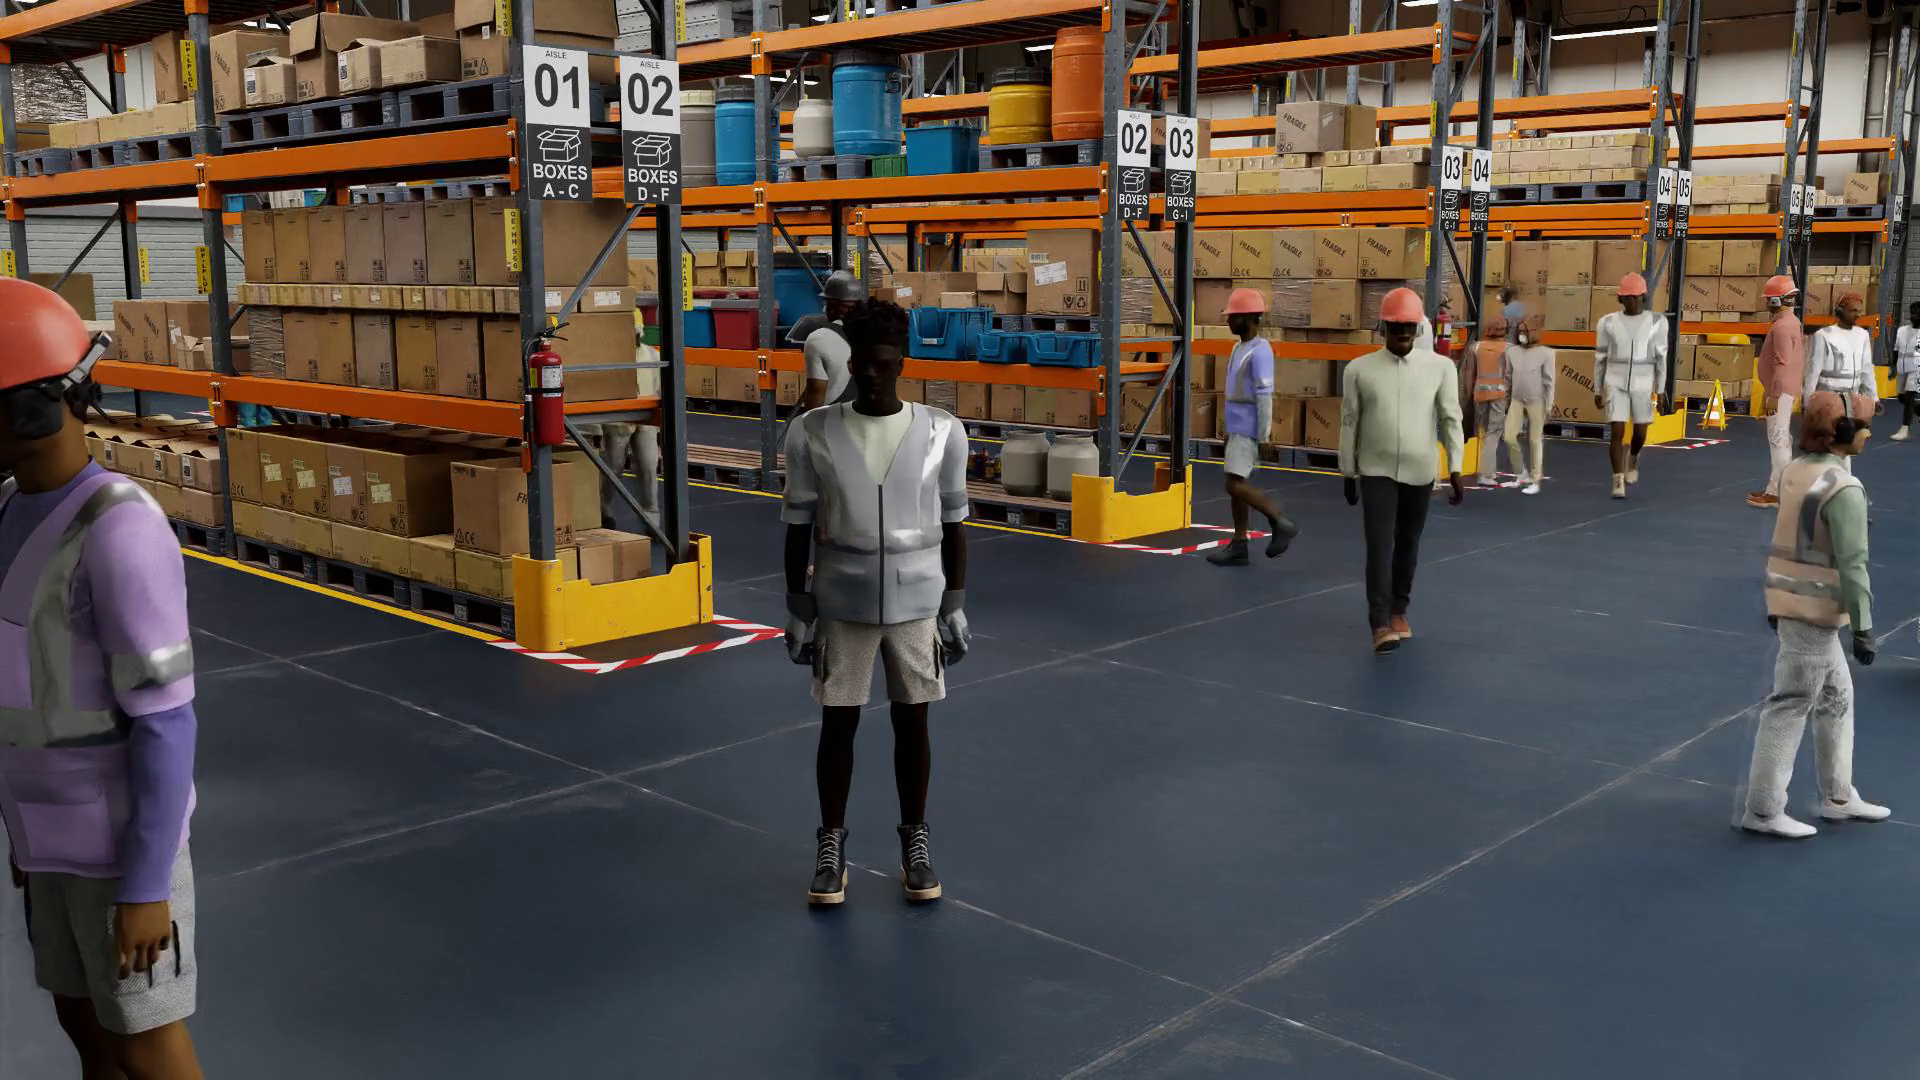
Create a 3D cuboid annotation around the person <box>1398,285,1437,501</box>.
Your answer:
[{"bbox_3d":[3.986,-1.312,14.838,0.706,1.901,0.687,4,10,21],"label":"person"}]

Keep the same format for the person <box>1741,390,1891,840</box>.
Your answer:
[{"bbox_3d":[3.159,0.281,5.928,0.674,1.614,0.541,1,9,8],"label":"person"}]

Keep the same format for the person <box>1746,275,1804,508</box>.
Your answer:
[{"bbox_3d":[7.072,-1.284,14.406,0.392,1.990,0.612,6,11,32],"label":"person"}]

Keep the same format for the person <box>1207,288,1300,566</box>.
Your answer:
[{"bbox_3d":[2.022,-0.776,11.499,0.516,1.921,0.551,-1,9,-5],"label":"person"}]

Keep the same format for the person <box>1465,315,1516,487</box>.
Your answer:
[{"bbox_3d":[5.126,-1.326,15.797,0.727,1.606,0.551,-9,13,-43],"label":"person"}]

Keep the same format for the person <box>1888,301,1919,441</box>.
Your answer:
[{"bbox_3d":[11.541,-2.049,20.054,0.728,1.673,0.535,-3,10,-18],"label":"person"}]

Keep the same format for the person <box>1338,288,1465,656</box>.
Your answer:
[{"bbox_3d":[2.368,-0.369,8.937,0.629,1.936,1.043,1,9,7],"label":"person"}]

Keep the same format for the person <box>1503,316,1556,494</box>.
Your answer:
[{"bbox_3d":[5.184,-1.228,15.182,0.359,1.616,0.516,-9,13,-44],"label":"person"}]

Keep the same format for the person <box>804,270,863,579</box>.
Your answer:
[{"bbox_3d":[-0.789,-0.739,11.044,0.683,2.000,0.537,-7,12,-39],"label":"person"}]

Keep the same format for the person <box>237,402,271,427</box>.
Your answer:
[{"bbox_3d":[-6.980,-1.548,16.539,0.591,1.819,0.644,-8,12,-42],"label":"person"}]

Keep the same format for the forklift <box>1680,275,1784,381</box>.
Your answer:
[{"bbox_3d":[12.480,-3.427,27.053,1.214,2.155,2.313,9,13,43],"label":"forklift"}]

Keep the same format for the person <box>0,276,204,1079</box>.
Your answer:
[{"bbox_3d":[-1.626,0.545,3.058,0.609,2.035,0.404,8,12,41],"label":"person"}]

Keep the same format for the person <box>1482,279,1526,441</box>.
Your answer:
[{"bbox_3d":[6.465,-2.148,19.921,0.720,1.915,0.663,6,11,33],"label":"person"}]

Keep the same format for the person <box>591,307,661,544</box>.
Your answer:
[{"bbox_3d":[-2.557,-0.906,12.703,0.606,1.800,0.892,-6,11,-32],"label":"person"}]

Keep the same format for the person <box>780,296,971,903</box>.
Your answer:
[{"bbox_3d":[-0.268,0.202,5.372,0.612,1.962,0.361,-1,9,-7],"label":"person"}]

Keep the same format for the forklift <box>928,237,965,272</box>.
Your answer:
[{"bbox_3d":[-0.326,-5.817,39.609,1.129,2.768,1.873,9,13,43],"label":"forklift"}]

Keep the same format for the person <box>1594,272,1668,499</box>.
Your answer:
[{"bbox_3d":[6.035,-1.398,15.003,0.615,2.022,0.583,3,10,20],"label":"person"}]

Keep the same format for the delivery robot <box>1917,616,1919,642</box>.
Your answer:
[{"bbox_3d":[4.992,0.434,8.111,0.477,0.478,0.707,1,9,7],"label":"delivery robot"}]

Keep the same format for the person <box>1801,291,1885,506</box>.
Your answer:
[{"bbox_3d":[7.610,-1.189,14.245,0.568,1.846,0.865,-4,10,-25],"label":"person"}]
